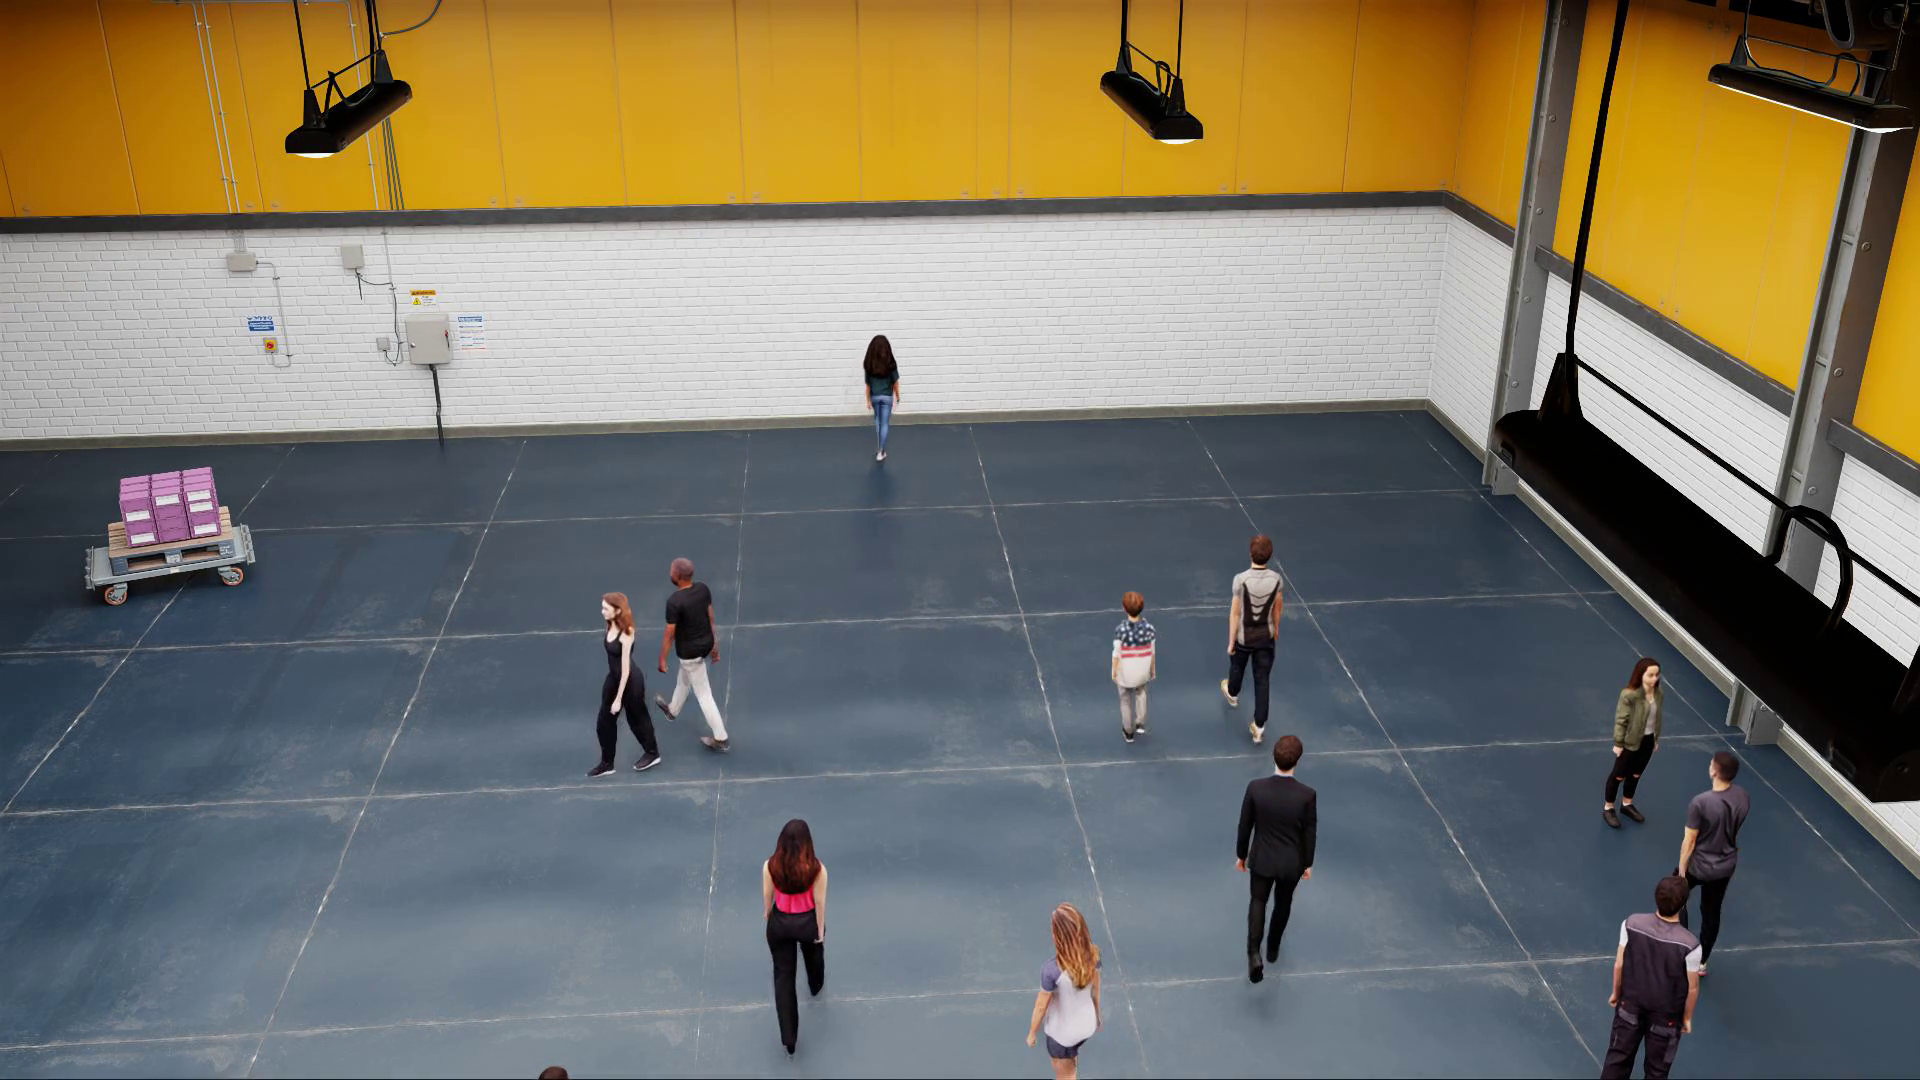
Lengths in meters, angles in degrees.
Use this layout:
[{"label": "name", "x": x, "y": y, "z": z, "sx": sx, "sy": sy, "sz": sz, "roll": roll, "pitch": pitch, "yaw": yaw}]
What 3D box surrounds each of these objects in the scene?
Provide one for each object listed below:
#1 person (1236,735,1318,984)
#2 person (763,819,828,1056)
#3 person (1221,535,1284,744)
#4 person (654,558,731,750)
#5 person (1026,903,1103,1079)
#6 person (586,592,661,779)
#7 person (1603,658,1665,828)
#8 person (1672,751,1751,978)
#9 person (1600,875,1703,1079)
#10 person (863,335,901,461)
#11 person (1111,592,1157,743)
[{"label": "person", "x": 2.204, "y": 2.255, "z": 11.618, "sx": 0.911, "sy": 1.873, "sz": 1.131, "roll": 6, "pitch": 24, "yaw": 14}, {"label": "person", "x": -1.103, "y": 2.640, "z": 11.057, "sx": 0.645, "sy": 1.616, "sz": 1.099, "roll": 0, "pitch": 24, "yaw": 0}, {"label": "person", "x": 2.628, "y": 0.914, "z": 14.726, "sx": 0.678, "sy": 1.839, "sz": 1.160, "roll": -2, "pitch": 24, "yaw": -4}, {"label": "person", "x": -2.259, "y": 1.039, "z": 14.553, "sx": 1.198, "sy": 1.749, "sz": 1.240, "roll": 14, "pitch": 27, "yaw": 29}, {"label": "person", "x": 0.721, "y": 3.006, "z": 10.095, "sx": 0.784, "sy": 1.716, "sz": 0.837, "roll": -19, "pitch": 30, "yaw": -36}, {"label": "person", "x": -2.760, "y": 1.211, "z": 14.199, "sx": 0.929, "sy": 1.718, "sz": 0.953, "roll": 22, "pitch": 32, "yaw": 40}, {"label": "person", "x": 5.499, "y": 1.629, "z": 13.547, "sx": 0.629, "sy": 1.475, "sz": 0.587, "roll": -8, "pitch": 25, "yaw": -18}, {"label": "person", "x": 5.274, "y": 2.319, "z": 11.624, "sx": 0.663, "sy": 1.751, "sz": 0.612, "roll": -4, "pitch": 24, "yaw": -9}, {"label": "person", "x": 4.256, "y": 2.867, "z": 10.248, "sx": 0.735, "sy": 1.848, "sz": 0.792, "roll": 18, "pitch": 30, "yaw": 36}, {"label": "person", "x": -1.010, "y": -1.796, "z": 21.234, "sx": 0.758, "sy": 1.592, "sz": 1.004, "roll": 5, "pitch": 24, "yaw": 10}, {"label": "person", "x": 1.553, "y": 1.148, "z": 14.704, "sx": 0.547, "sy": 1.430, "sz": 0.513, "roll": -3, "pitch": 24, "yaw": -7}]
